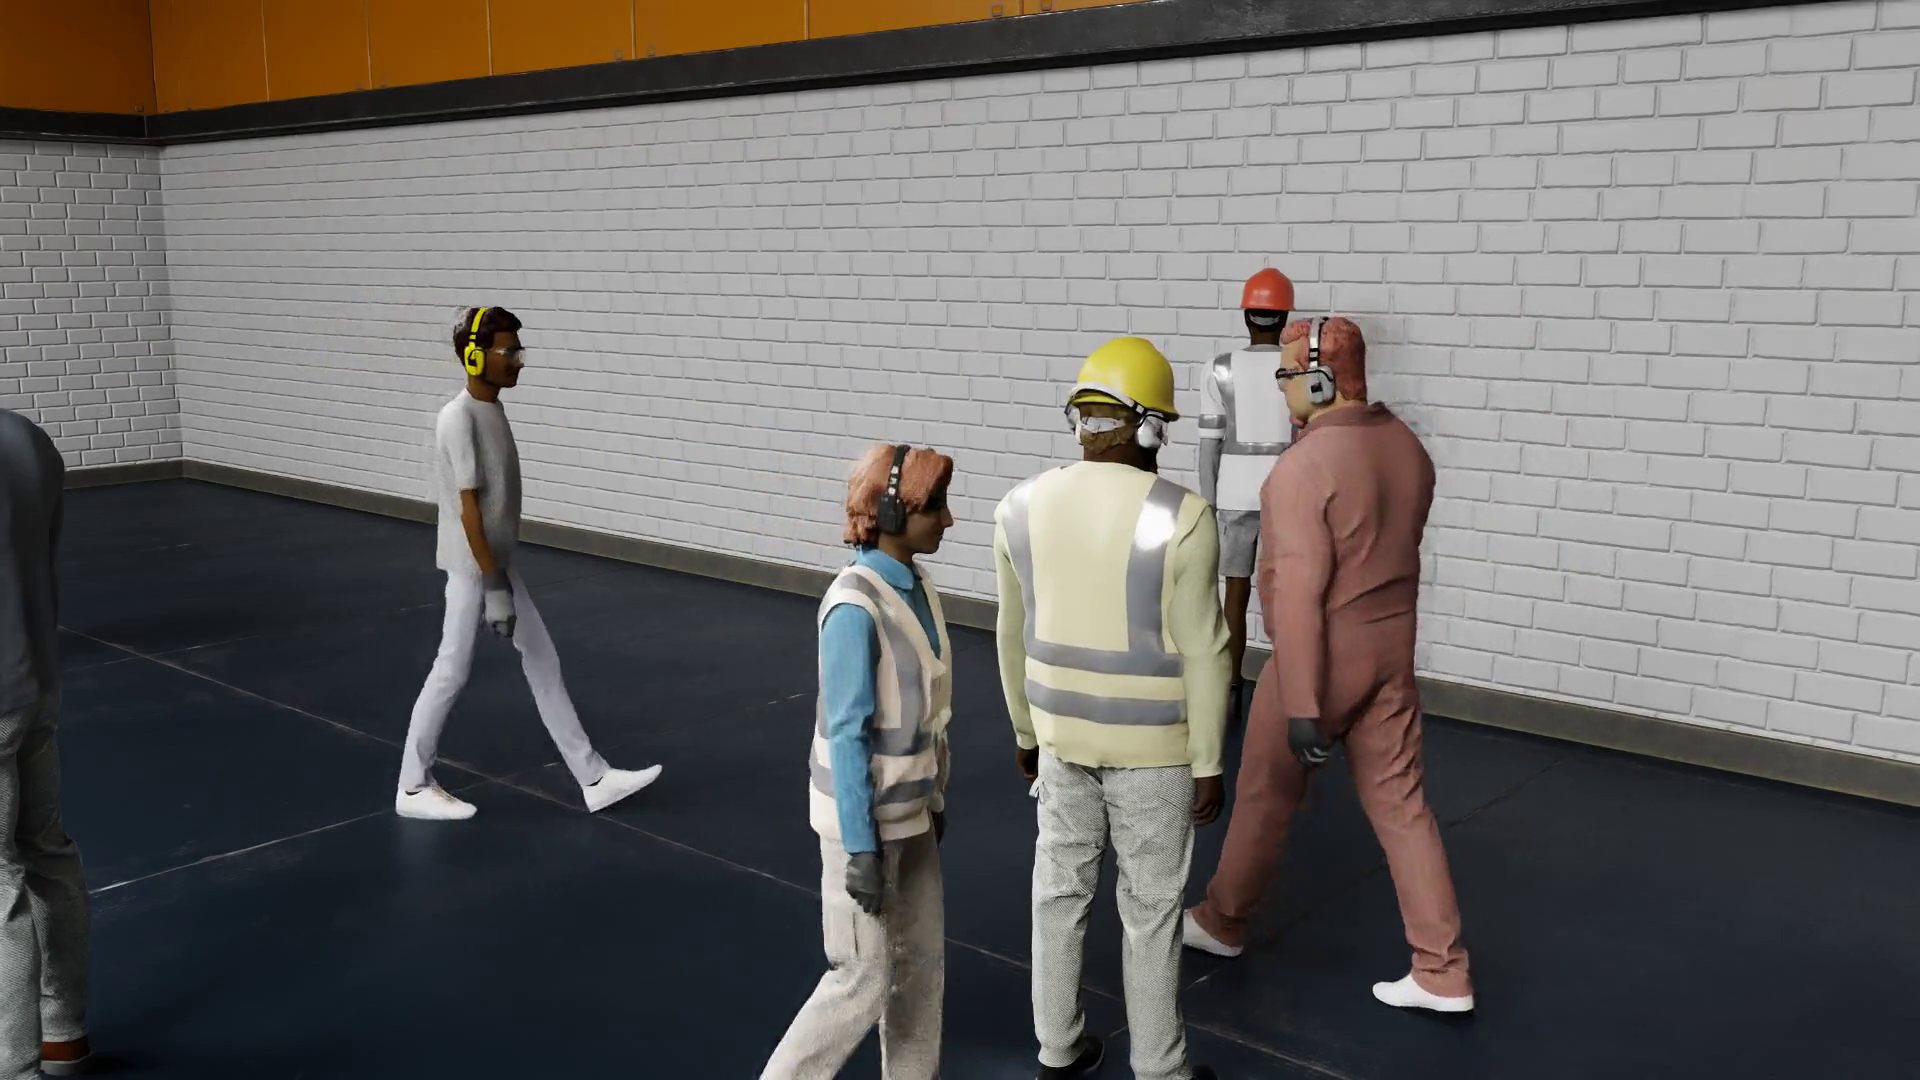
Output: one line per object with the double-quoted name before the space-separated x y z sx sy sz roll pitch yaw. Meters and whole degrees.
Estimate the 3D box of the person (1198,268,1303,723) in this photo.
"person" 1.283 -0.178 7.085 0.547 1.939 0.376 2 10 10

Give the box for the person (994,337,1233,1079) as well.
"person" 0.368 0.447 3.855 0.587 1.823 0.403 7 12 35

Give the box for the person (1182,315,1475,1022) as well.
"person" 0.989 0.330 4.461 0.639 1.851 0.978 -8 13 -38

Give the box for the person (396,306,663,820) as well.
"person" -1.573 0.110 5.781 0.981 1.813 0.556 1 10 4

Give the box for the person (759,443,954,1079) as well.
"person" -0.188 0.598 3.590 0.459 1.633 0.531 3 10 14

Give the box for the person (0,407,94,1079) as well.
"person" -2.267 0.395 3.819 0.368 1.940 0.632 0 10 -2
